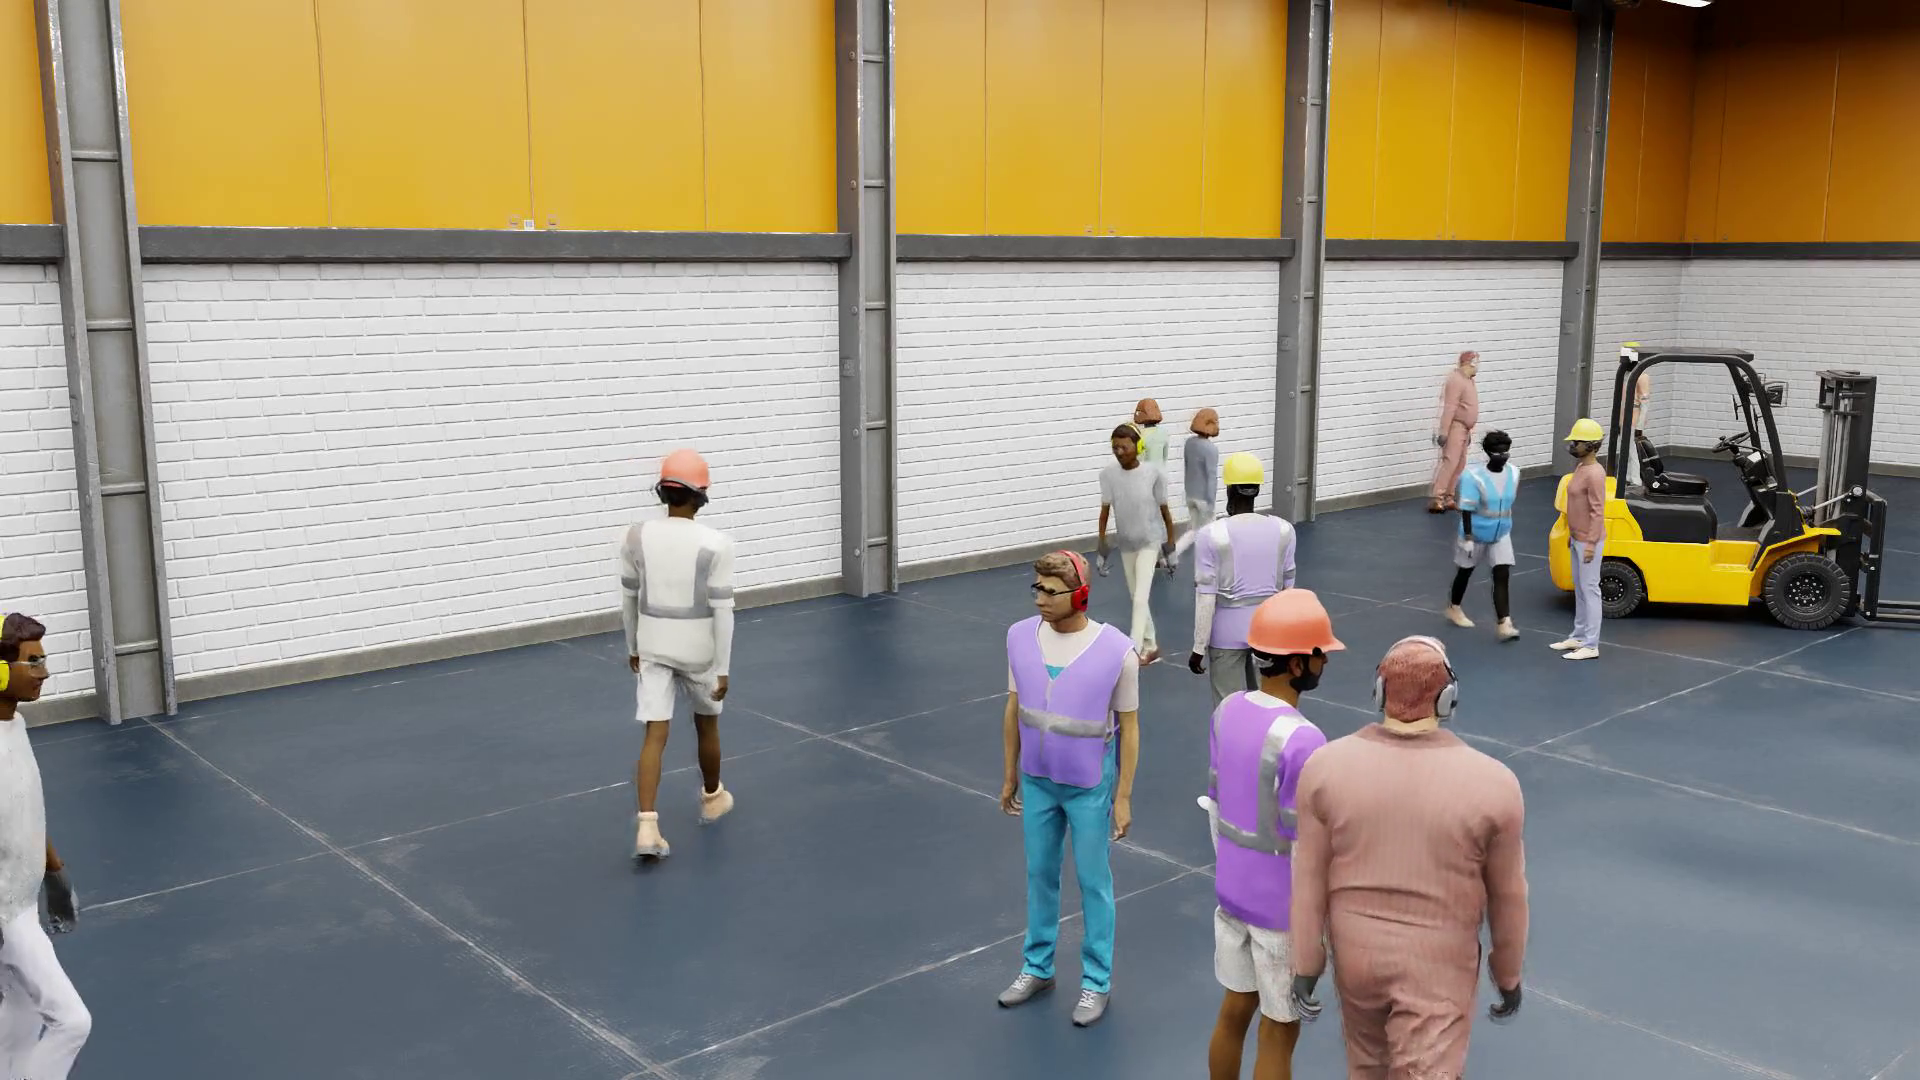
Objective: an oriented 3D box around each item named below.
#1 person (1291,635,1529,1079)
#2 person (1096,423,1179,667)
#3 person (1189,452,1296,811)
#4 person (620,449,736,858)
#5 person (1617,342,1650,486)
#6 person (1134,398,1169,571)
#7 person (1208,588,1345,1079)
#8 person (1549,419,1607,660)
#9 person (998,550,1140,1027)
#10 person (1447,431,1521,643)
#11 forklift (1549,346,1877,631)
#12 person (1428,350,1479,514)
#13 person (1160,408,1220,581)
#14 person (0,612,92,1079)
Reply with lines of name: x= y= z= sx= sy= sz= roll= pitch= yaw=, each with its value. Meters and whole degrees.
person: x=1.272 y=1.216 z=4.793 sx=0.645 sy=1.885 sz=0.945 roll=6 pitch=11 yaw=29
person: x=1.213 y=0.072 z=11.645 sx=0.551 sy=1.794 sz=0.942 roll=6 pitch=11 yaw=31
person: x=1.472 y=0.497 z=8.760 sx=0.593 sy=1.925 sz=0.384 roll=-4 pitch=10 yaw=-21
person: x=-1.409 y=0.550 z=8.269 sx=0.625 sy=2.004 sz=1.032 roll=1 pitch=10 yaw=7
person: x=8.044 y=-1.414 z=19.963 sx=0.383 sy=1.923 sz=0.588 roll=0 pitch=10 yaw=-1
person: x=1.749 y=-0.500 z=15.451 sx=0.281 sy=1.634 sz=0.498 roll=9 pitch=13 yaw=42
person: x=0.982 y=1.105 z=5.172 sx=0.378 sy=1.938 sz=0.547 roll=-4 pitch=10 yaw=-21
person: x=4.553 y=-0.005 z=12.170 sx=0.326 sy=1.769 sz=0.524 roll=1 pitch=10 yaw=7
person: x=0.427 y=0.938 z=6.425 sx=0.566 sy=1.841 sz=0.381 roll=6 pitch=12 yaw=33
person: x=4.047 y=-0.047 z=12.812 sx=0.537 sy=1.615 sz=0.947 roll=-2 pitch=10 yaw=-13
forklift: x=6.109 y=-0.478 z=13.691 sx=2.313 sy=2.155 sz=1.214 roll=3 pitch=10 yaw=16
person: x=5.696 y=-1.237 z=19.110 sx=0.473 sy=1.863 sz=0.752 roll=5 pitch=11 yaw=28
person: x=2.073 y=-0.357 z=14.648 sx=0.506 sy=1.622 sz=0.506 roll=-5 pitch=11 yaw=-25
person: x=-2.866 y=1.141 z=5.188 sx=0.473 sy=1.855 sz=0.570 roll=-3 pitch=10 yaw=-18
